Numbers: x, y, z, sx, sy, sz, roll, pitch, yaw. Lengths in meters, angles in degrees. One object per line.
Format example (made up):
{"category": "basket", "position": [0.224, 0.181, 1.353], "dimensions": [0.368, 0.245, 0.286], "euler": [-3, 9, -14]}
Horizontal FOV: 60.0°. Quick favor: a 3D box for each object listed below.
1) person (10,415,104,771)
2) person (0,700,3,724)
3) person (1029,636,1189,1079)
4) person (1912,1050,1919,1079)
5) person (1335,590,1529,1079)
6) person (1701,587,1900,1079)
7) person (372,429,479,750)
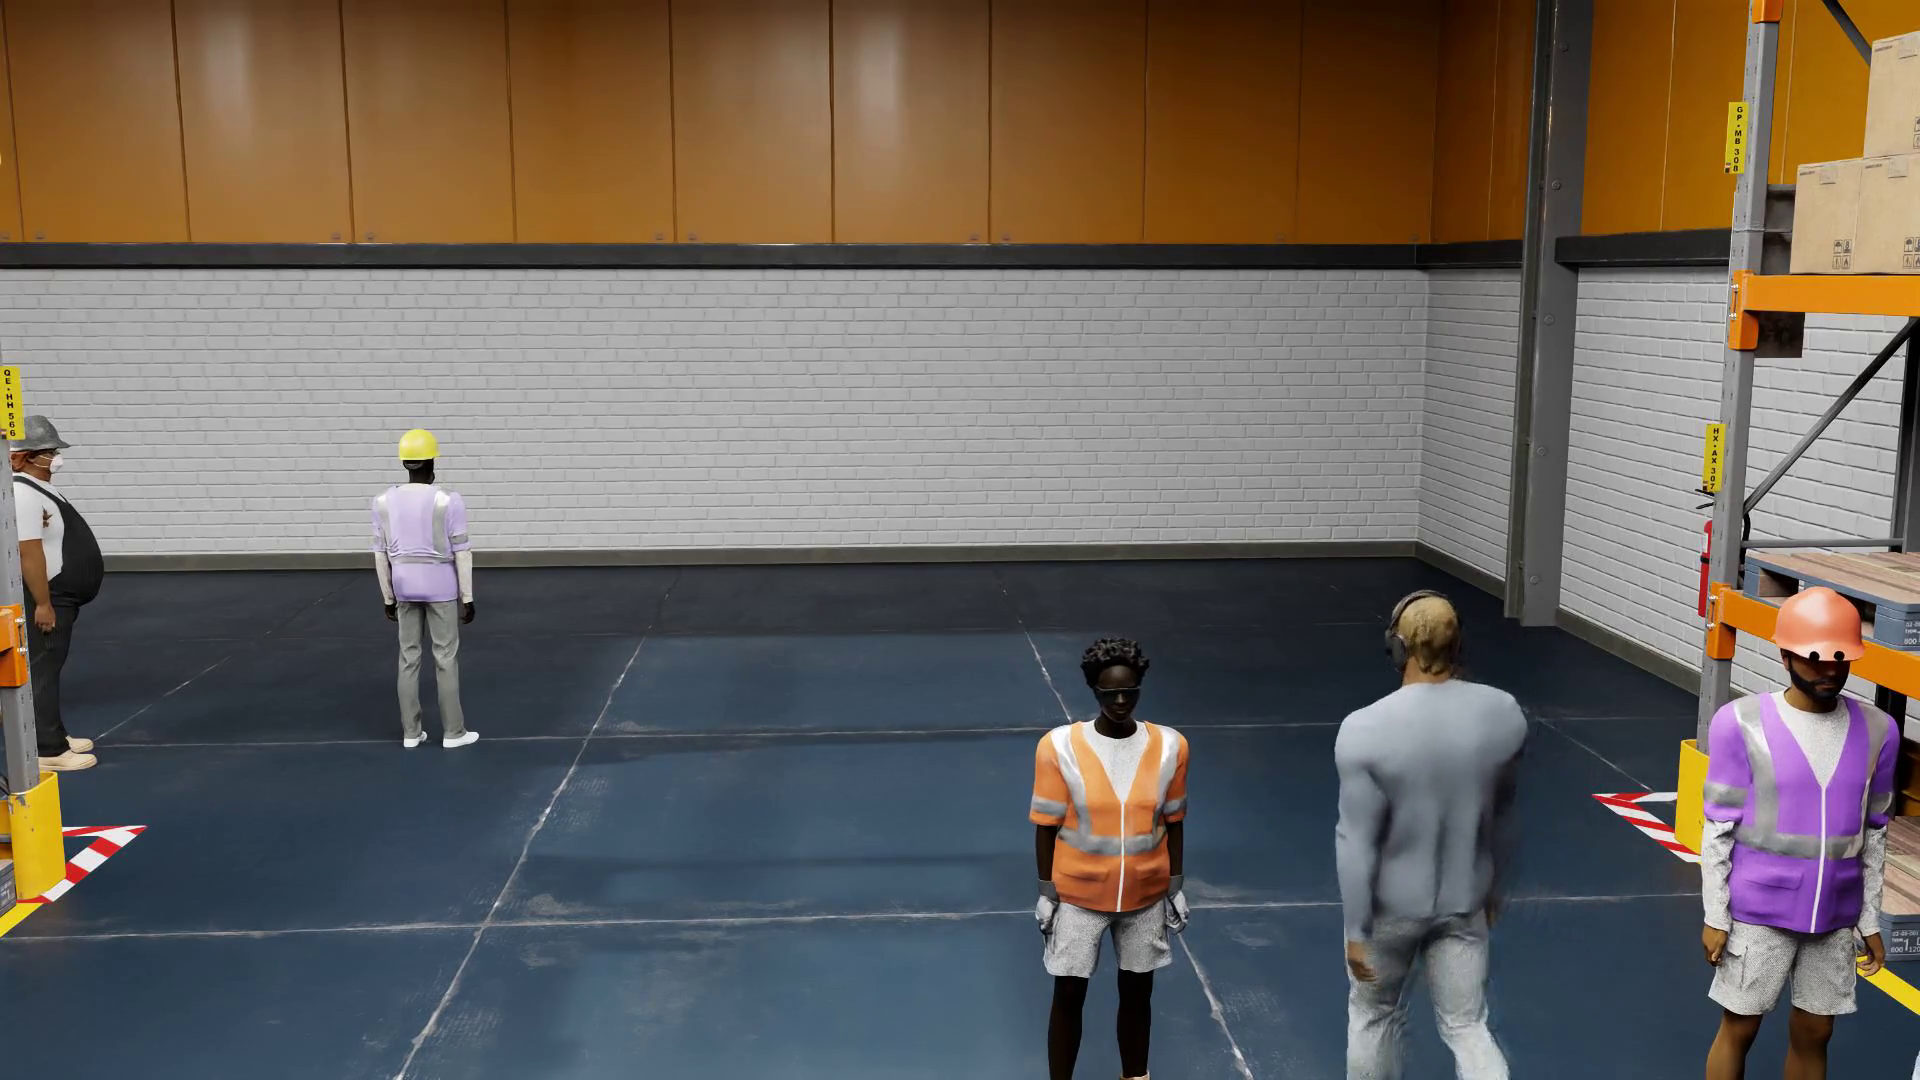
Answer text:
{"category": "person", "position": [-5.240, 0.294, 9.611], "dimensions": [0.536, 2.000, 0.676], "euler": [-5, 10, -27]}
{"category": "person", "position": [-6.265, 0.265, 10.411], "dimensions": [0.627, 1.846, 0.429], "euler": [-1, 9, -4]}
{"category": "person", "position": [0.486, 1.140, 5.376], "dimensions": [0.531, 1.697, 0.320], "euler": [-1, 9, -9]}
{"category": "person", "position": [1.769, 1.409, 2.855], "dimensions": [0.368, 1.961, 0.609], "euler": [5, 11, 31]}
{"category": "person", "position": [1.415, 1.102, 4.975], "dimensions": [0.627, 1.914, 0.902], "euler": [-2, 9, -10]}
{"category": "person", "position": [2.480, 1.091, 4.933], "dimensions": [0.545, 1.938, 0.362], "euler": [0, 9, 2]}
{"category": "person", "position": [-3.179, 0.301, 9.911], "dimensions": [0.587, 1.930, 0.355], "euler": [1, 9, 5]}
